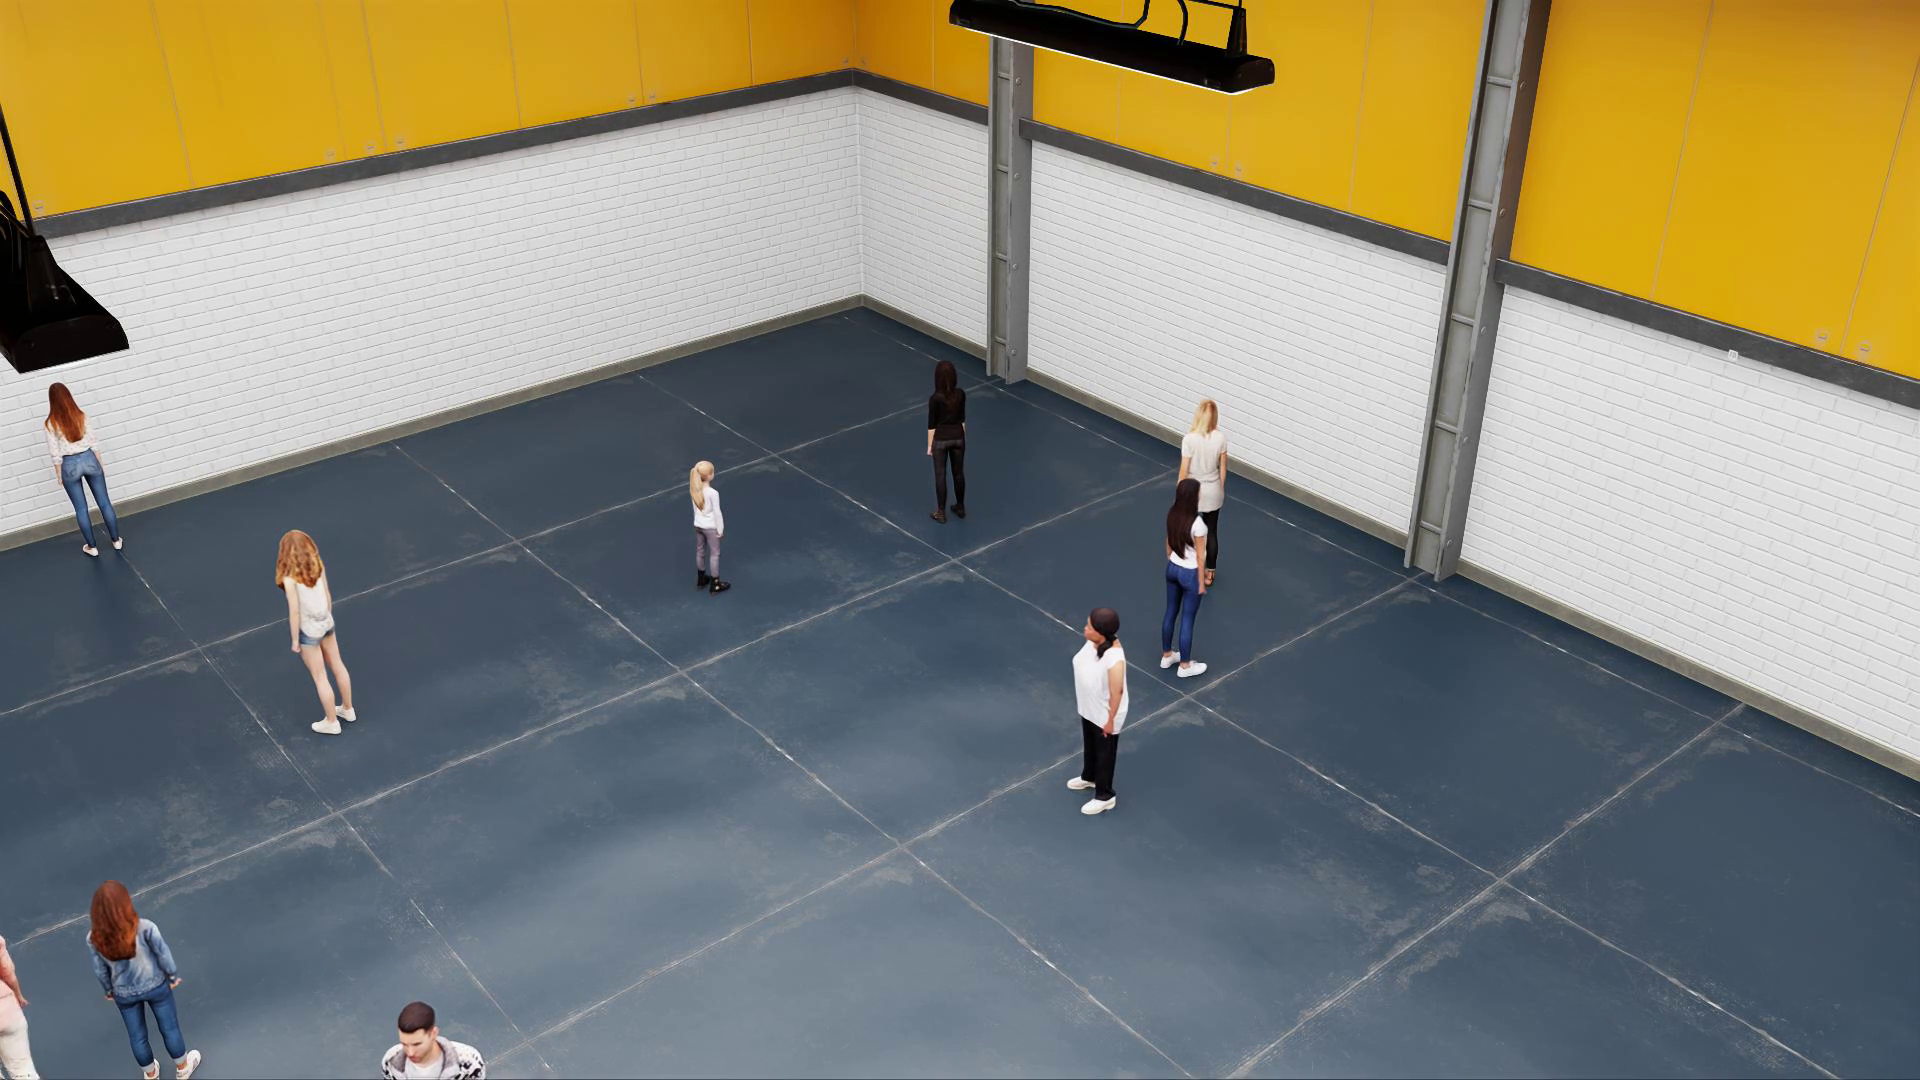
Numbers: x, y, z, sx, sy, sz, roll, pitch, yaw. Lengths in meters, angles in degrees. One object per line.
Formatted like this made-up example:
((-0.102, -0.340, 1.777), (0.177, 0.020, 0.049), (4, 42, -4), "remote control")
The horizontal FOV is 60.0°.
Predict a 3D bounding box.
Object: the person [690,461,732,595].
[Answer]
((-2.284, -0.128, 14.965), (0.488, 1.277, 0.584), (19, 34, 31), "person")

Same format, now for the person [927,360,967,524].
((-0.105, -0.959, 16.109), (0.604, 1.640, 0.582), (-13, 31, -22), "person")

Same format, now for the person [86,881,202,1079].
((-4.805, 2.609, 9.737), (0.636, 1.478, 0.633), (-7, 29, -12), "person")

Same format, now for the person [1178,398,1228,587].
((2.162, -0.409, 14.908), (0.691, 1.825, 0.692), (-5, 29, -10), "person")

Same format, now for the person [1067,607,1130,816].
((1.012, 1.207, 12.089), (0.816, 1.687, 0.714), (-5, 29, -10), "person")

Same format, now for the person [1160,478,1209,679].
((1.834, 0.302, 13.658), (0.673, 1.774, 0.500), (-17, 33, -28), "person")

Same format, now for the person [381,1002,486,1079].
((-2.637, 3.065, 8.502), (0.762, 1.861, 0.797), (0, 29, 0), "person")

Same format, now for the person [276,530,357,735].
((-4.993, 0.711, 12.923), (0.651, 1.759, 0.645), (12, 31, 21), "person")

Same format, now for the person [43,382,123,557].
((-8.190, -0.669, 15.486), (0.575, 1.728, 0.502), (-21, 35, -33), "person")
